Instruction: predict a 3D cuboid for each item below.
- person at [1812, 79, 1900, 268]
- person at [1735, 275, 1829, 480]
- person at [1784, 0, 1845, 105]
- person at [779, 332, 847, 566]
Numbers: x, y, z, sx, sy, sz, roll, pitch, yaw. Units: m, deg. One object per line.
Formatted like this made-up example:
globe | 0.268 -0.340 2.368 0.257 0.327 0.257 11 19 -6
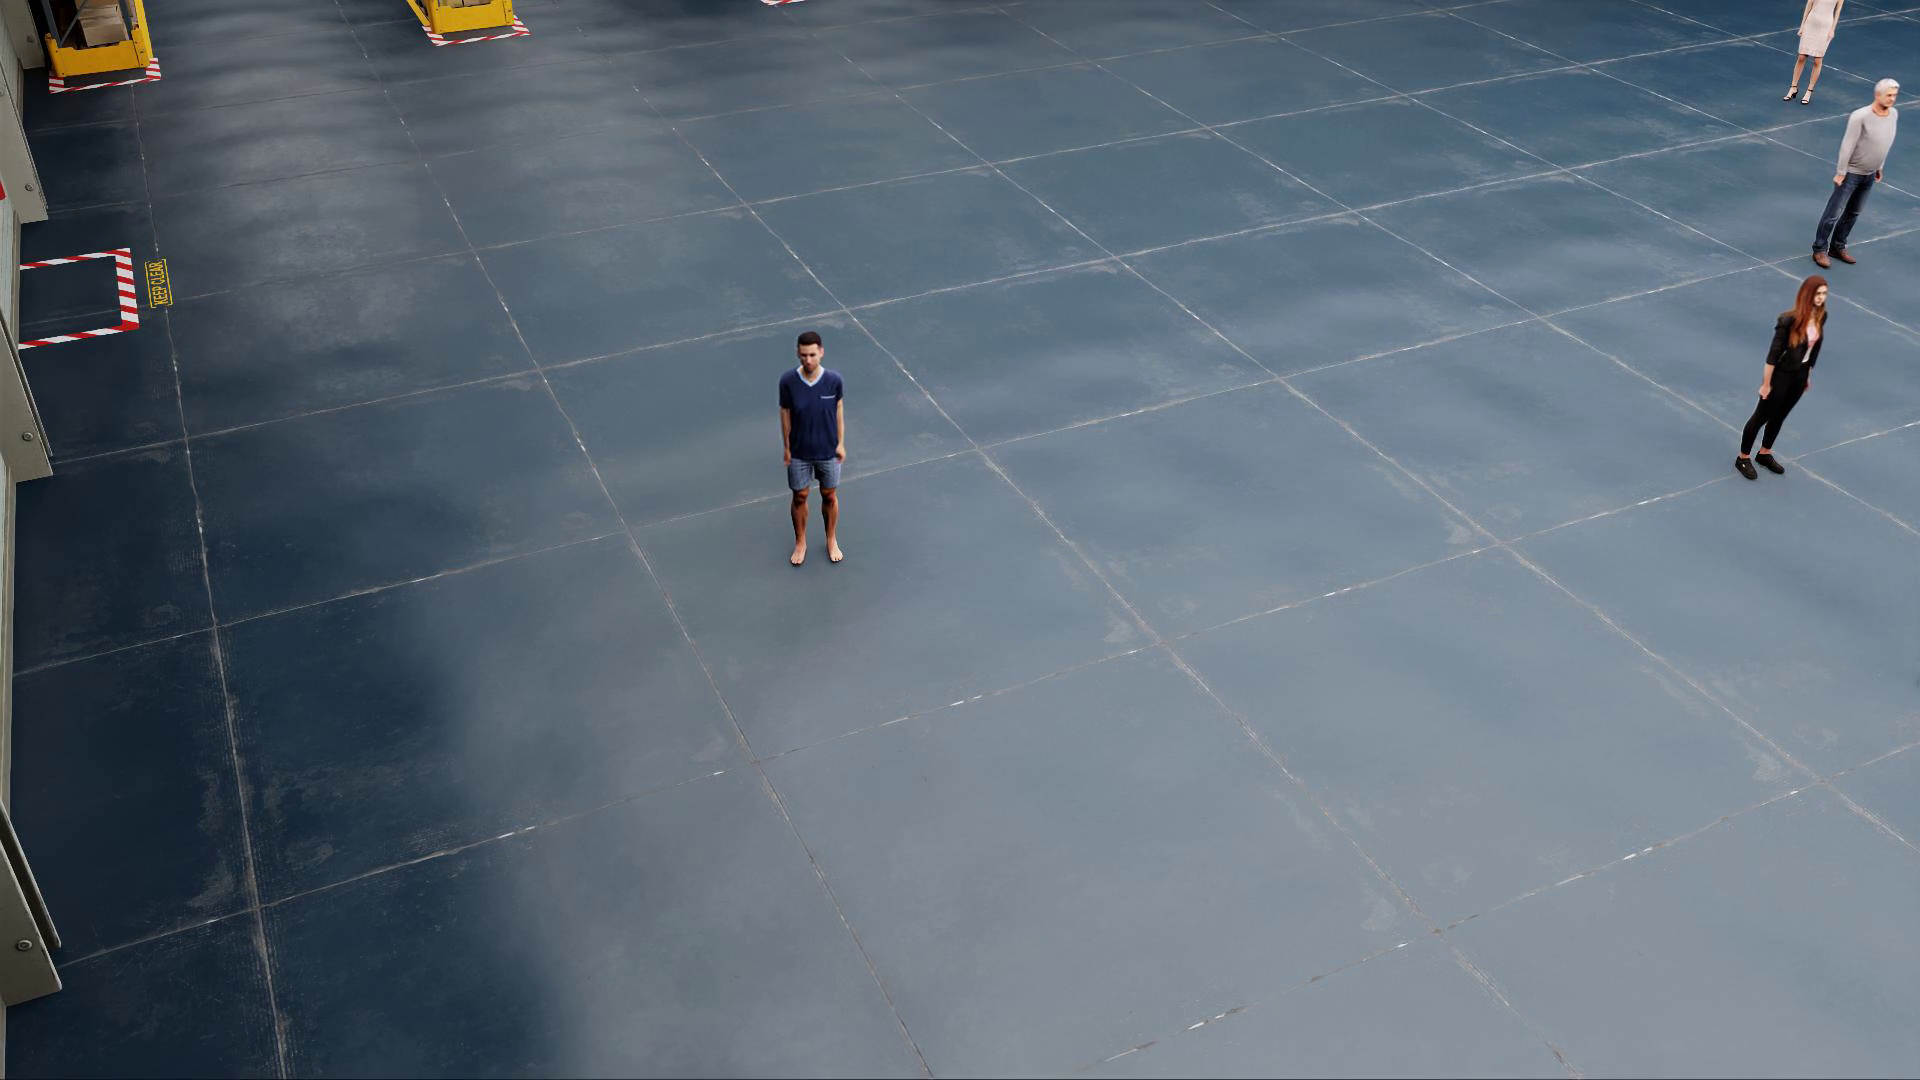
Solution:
person | 9.002 -3.696 16.669 0.758 1.908 0.648 -11 35 -16
person | 6.546 -1.310 13.181 0.631 1.711 0.556 -10 34 -15
person | 10.811 -6.428 20.942 0.560 1.830 0.703 27 41 35
person | -1.067 -0.686 12.094 0.690 1.849 0.675 -3 33 -4
